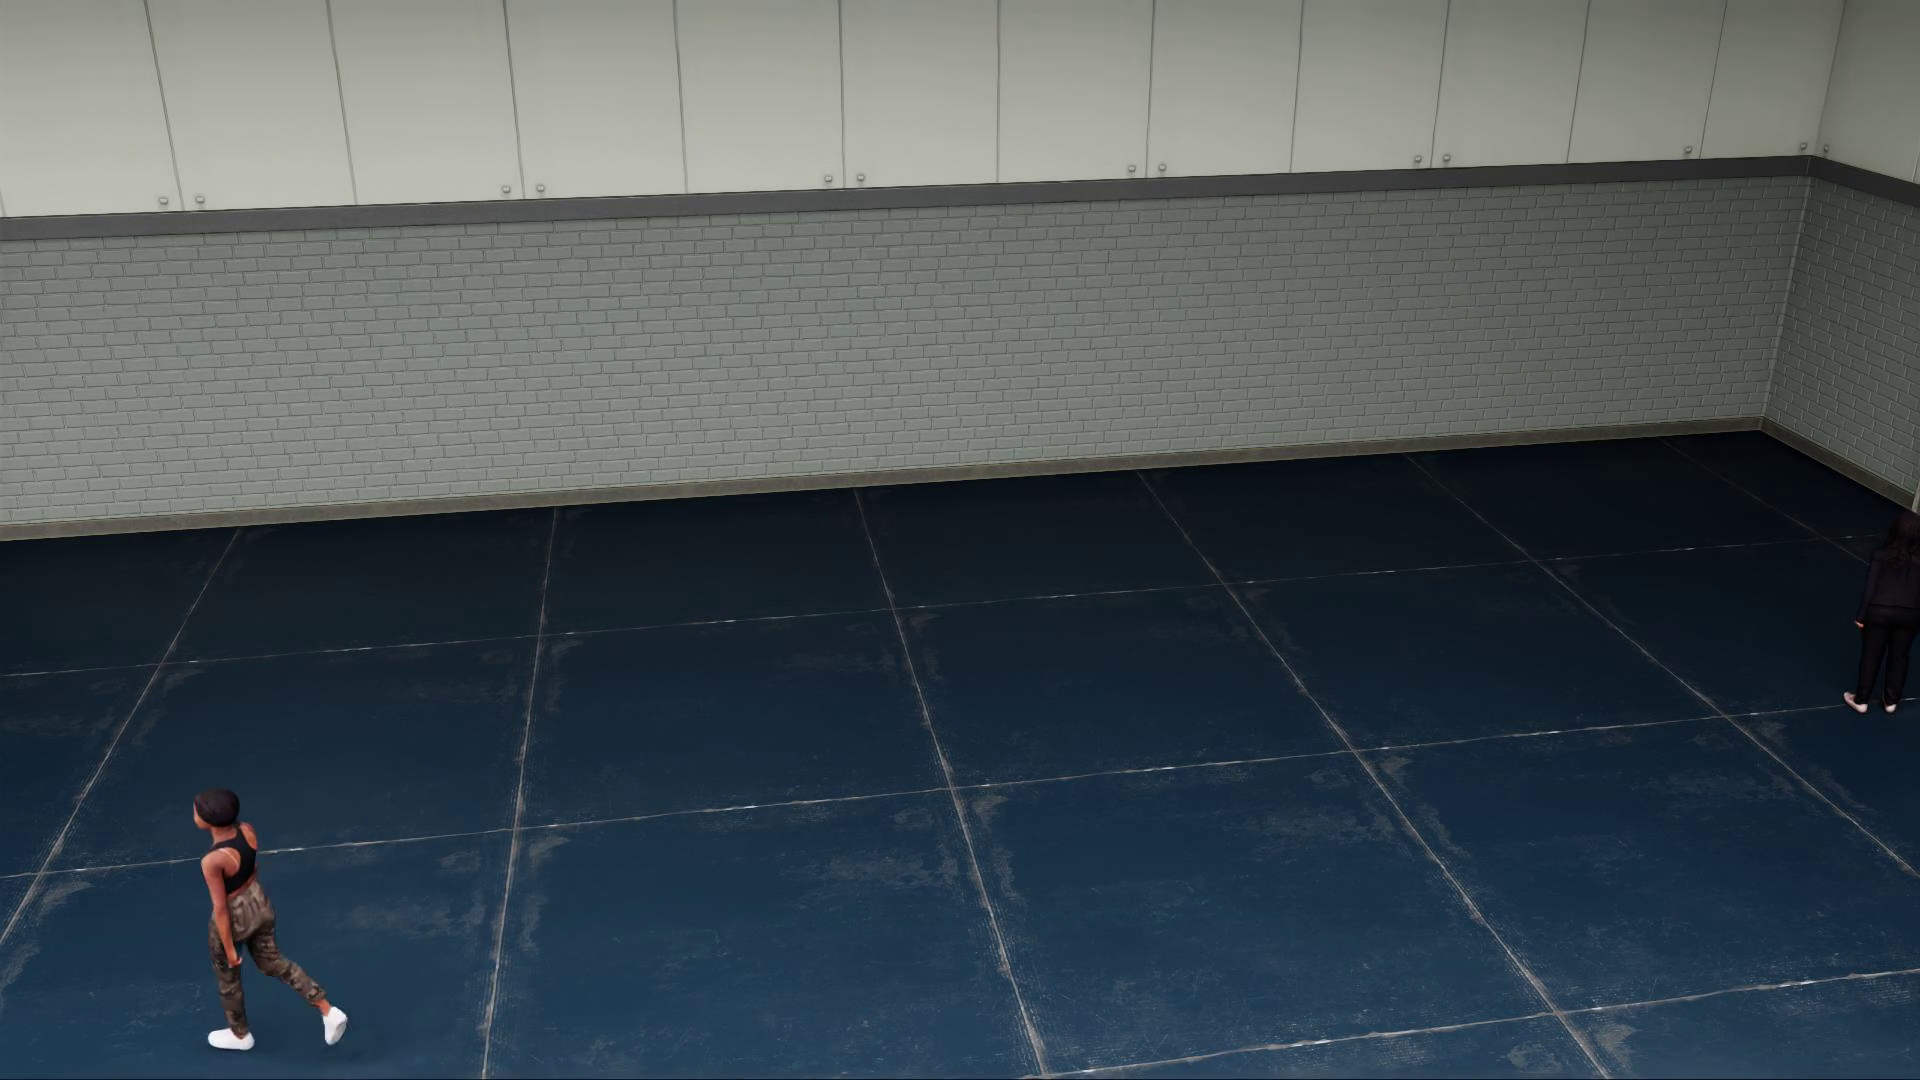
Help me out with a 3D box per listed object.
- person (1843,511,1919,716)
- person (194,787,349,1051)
[{"bbox_3d":[7.006,0.553,12.498,0.720,1.616,0.722,3,23,7],"label":"person"},{"bbox_3d":[-3.738,2.062,8.879,0.941,1.671,1.077,6,24,14],"label":"person"}]
